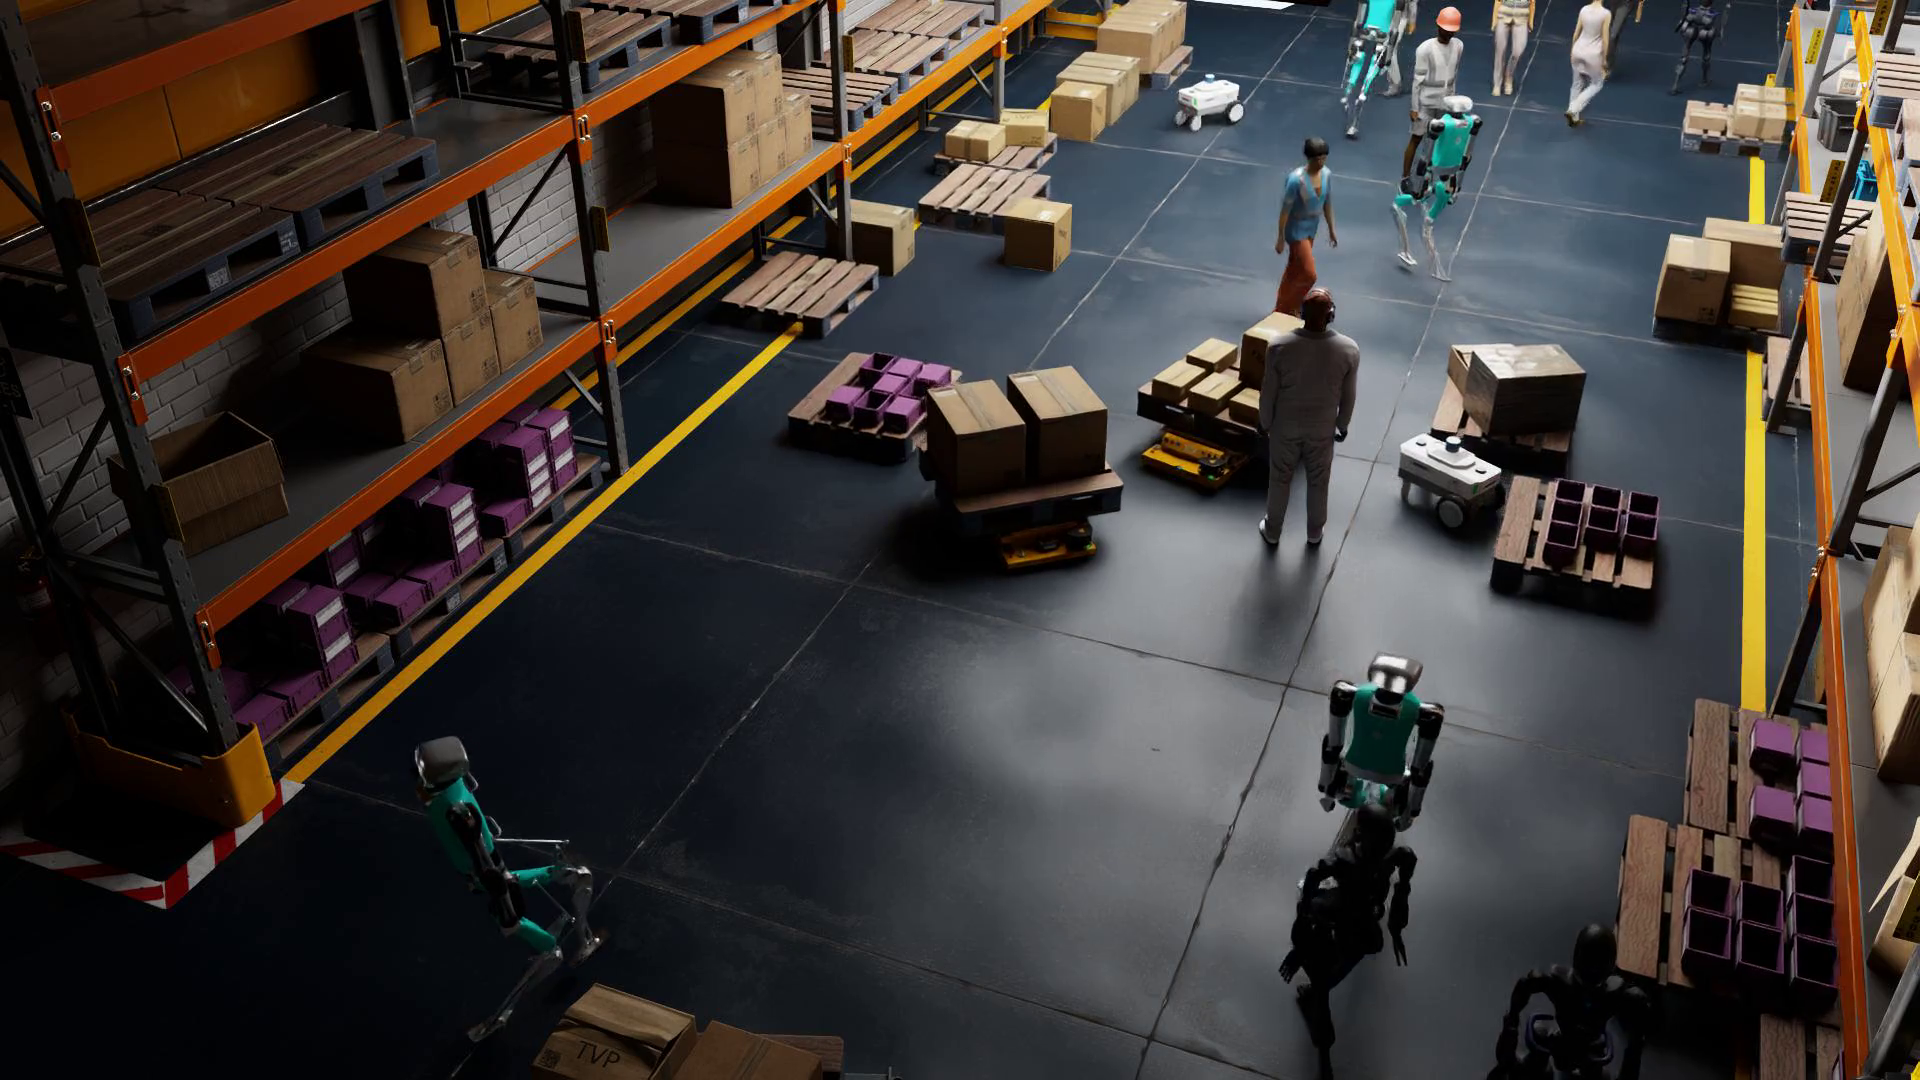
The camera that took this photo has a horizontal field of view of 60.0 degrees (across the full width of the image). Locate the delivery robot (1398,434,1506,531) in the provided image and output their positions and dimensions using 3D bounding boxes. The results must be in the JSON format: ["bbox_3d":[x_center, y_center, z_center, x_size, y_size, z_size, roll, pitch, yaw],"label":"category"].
[{"bbox_3d":[3.557,-0.459,12.039,0.529,0.594,0.766,-25,40,-33],"label":"delivery robot"}]

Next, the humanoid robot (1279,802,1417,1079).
[{"bbox_3d":[1.758,1.792,7.563,0.600,1.625,0.770,-8,34,-12],"label":"humanoid robot"}]

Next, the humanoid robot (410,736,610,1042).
[{"bbox_3d":[-2.007,1.551,7.892,0.990,1.773,0.531,-23,39,-31],"label":"humanoid robot"}]

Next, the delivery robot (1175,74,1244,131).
[{"bbox_3d":[2.864,-5.056,19.149,0.793,0.590,0.499,-20,38,-28],"label":"delivery robot"}]

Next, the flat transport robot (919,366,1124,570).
[{"bbox_3d":[0.420,-0.274,12.016,0.659,0.231,1.431,-10,34,-15],"label":"flat transport robot"}]

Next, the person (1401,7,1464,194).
[{"bbox_3d":[4.848,-4.472,16.980,0.547,1.933,0.371,-14,35,-20],"label":"person"}]

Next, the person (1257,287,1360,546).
[{"bbox_3d":[2.348,-0.828,11.368,0.643,1.904,0.403,2,33,4],"label":"person"}]

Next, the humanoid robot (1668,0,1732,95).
[{"bbox_3d":[8.892,-6.195,19.922,0.609,1.627,0.758,27,42,35],"label":"humanoid robot"}]

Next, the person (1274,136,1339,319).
[{"bbox_3d":[2.979,-2.619,14.289,0.551,1.743,0.492,23,39,31],"label":"person"}]

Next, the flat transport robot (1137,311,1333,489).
[{"bbox_3d":[2.074,-0.849,12.905,0.659,0.231,1.431,23,39,31],"label":"flat transport robot"}]

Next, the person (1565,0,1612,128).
[{"bbox_3d":[7.066,-5.438,18.726,0.432,1.645,0.462,-22,39,-30],"label":"person"}]

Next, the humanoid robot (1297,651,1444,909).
[{"bbox_3d":[2.090,1.180,8.400,0.565,1.752,0.767,12,35,18],"label":"humanoid robot"}]

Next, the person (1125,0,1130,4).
[{"bbox_3d":[2.352,-7.759,22.314,0.624,1.668,0.317,23,39,31],"label":"person"}]

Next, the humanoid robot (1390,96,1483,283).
[{"bbox_3d":[4.294,-3.277,15.320,0.542,1.777,0.852,-12,35,-18],"label":"humanoid robot"}]

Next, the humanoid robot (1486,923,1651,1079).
[{"bbox_3d":[2.535,2.170,6.964,0.605,1.634,0.693,8,34,12],"label":"humanoid robot"}]

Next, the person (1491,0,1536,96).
[{"bbox_3d":[6.547,-6.127,19.691,0.490,1.757,0.411,9,34,13],"label":"person"}]

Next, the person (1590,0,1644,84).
[{"bbox_3d":[7.892,-6.432,20.112,0.795,1.814,0.583,-26,41,-34],"label":"person"}]

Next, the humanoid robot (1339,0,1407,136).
[{"bbox_3d":[4.500,-5.291,18.490,0.568,1.827,0.809,19,37,27],"label":"humanoid robot"}]

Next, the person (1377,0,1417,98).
[{"bbox_3d":[5.143,-6.176,19.673,0.491,1.870,0.550,-16,36,-23],"label":"person"}]
